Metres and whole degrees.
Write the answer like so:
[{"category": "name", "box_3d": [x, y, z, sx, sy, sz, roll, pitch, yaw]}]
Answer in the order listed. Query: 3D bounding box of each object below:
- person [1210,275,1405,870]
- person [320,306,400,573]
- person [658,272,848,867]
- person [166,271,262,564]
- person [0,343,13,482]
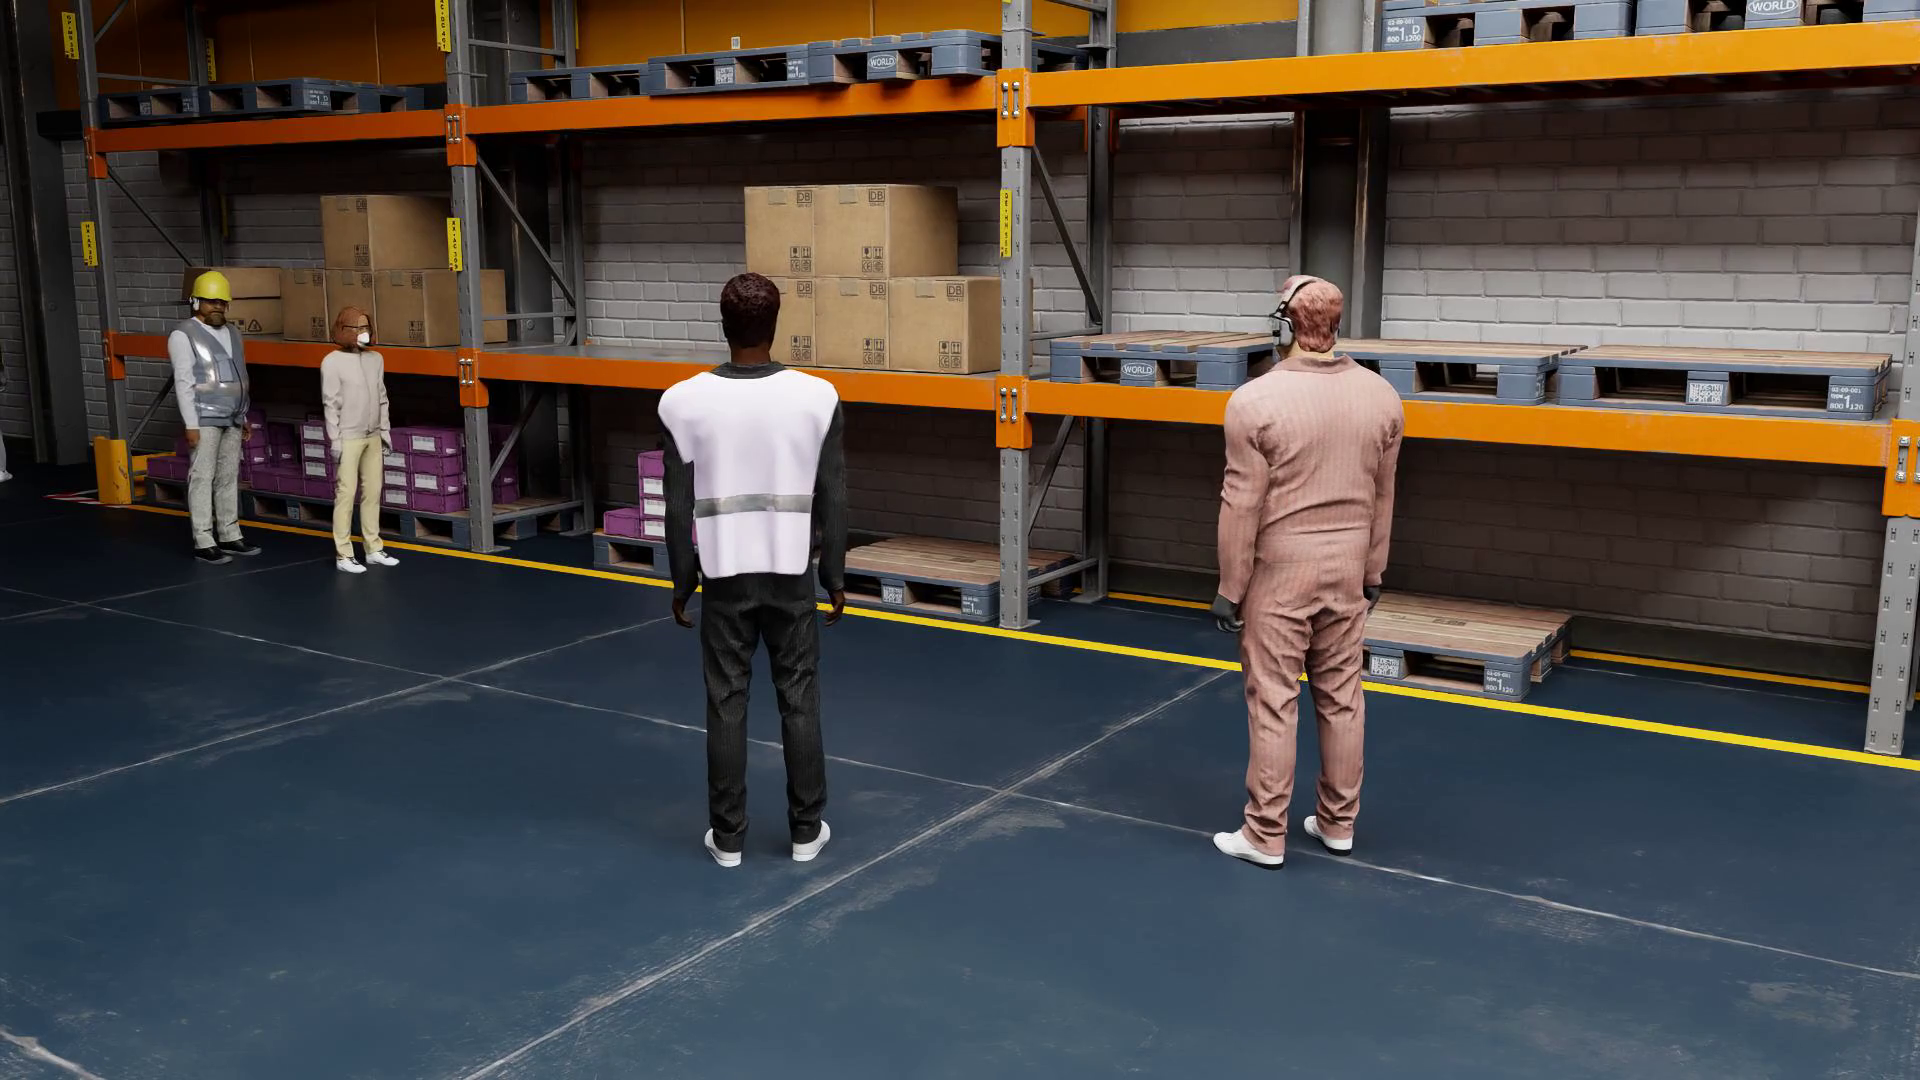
[{"category": "person", "box_3d": [1.091, 0.110, 5.381, 0.642, 1.913, 0.409, -4, 11, -23]}, {"category": "person", "box_3d": [-3.686, -0.615, 10.194, 0.282, 1.625, 0.493, 4, 11, 22]}, {"category": "person", "box_3d": [-0.655, 0.110, 5.360, 0.593, 1.920, 0.392, -2, 10, -8]}, {"category": "person", "box_3d": [-4.697, -0.775, 10.519, 0.404, 1.828, 0.591, 3, 11, 14]}, {"category": "person", "box_3d": [-8.245, -1.395, 13.856, 0.521, 1.865, 0.327, -5, 12, -27]}]
